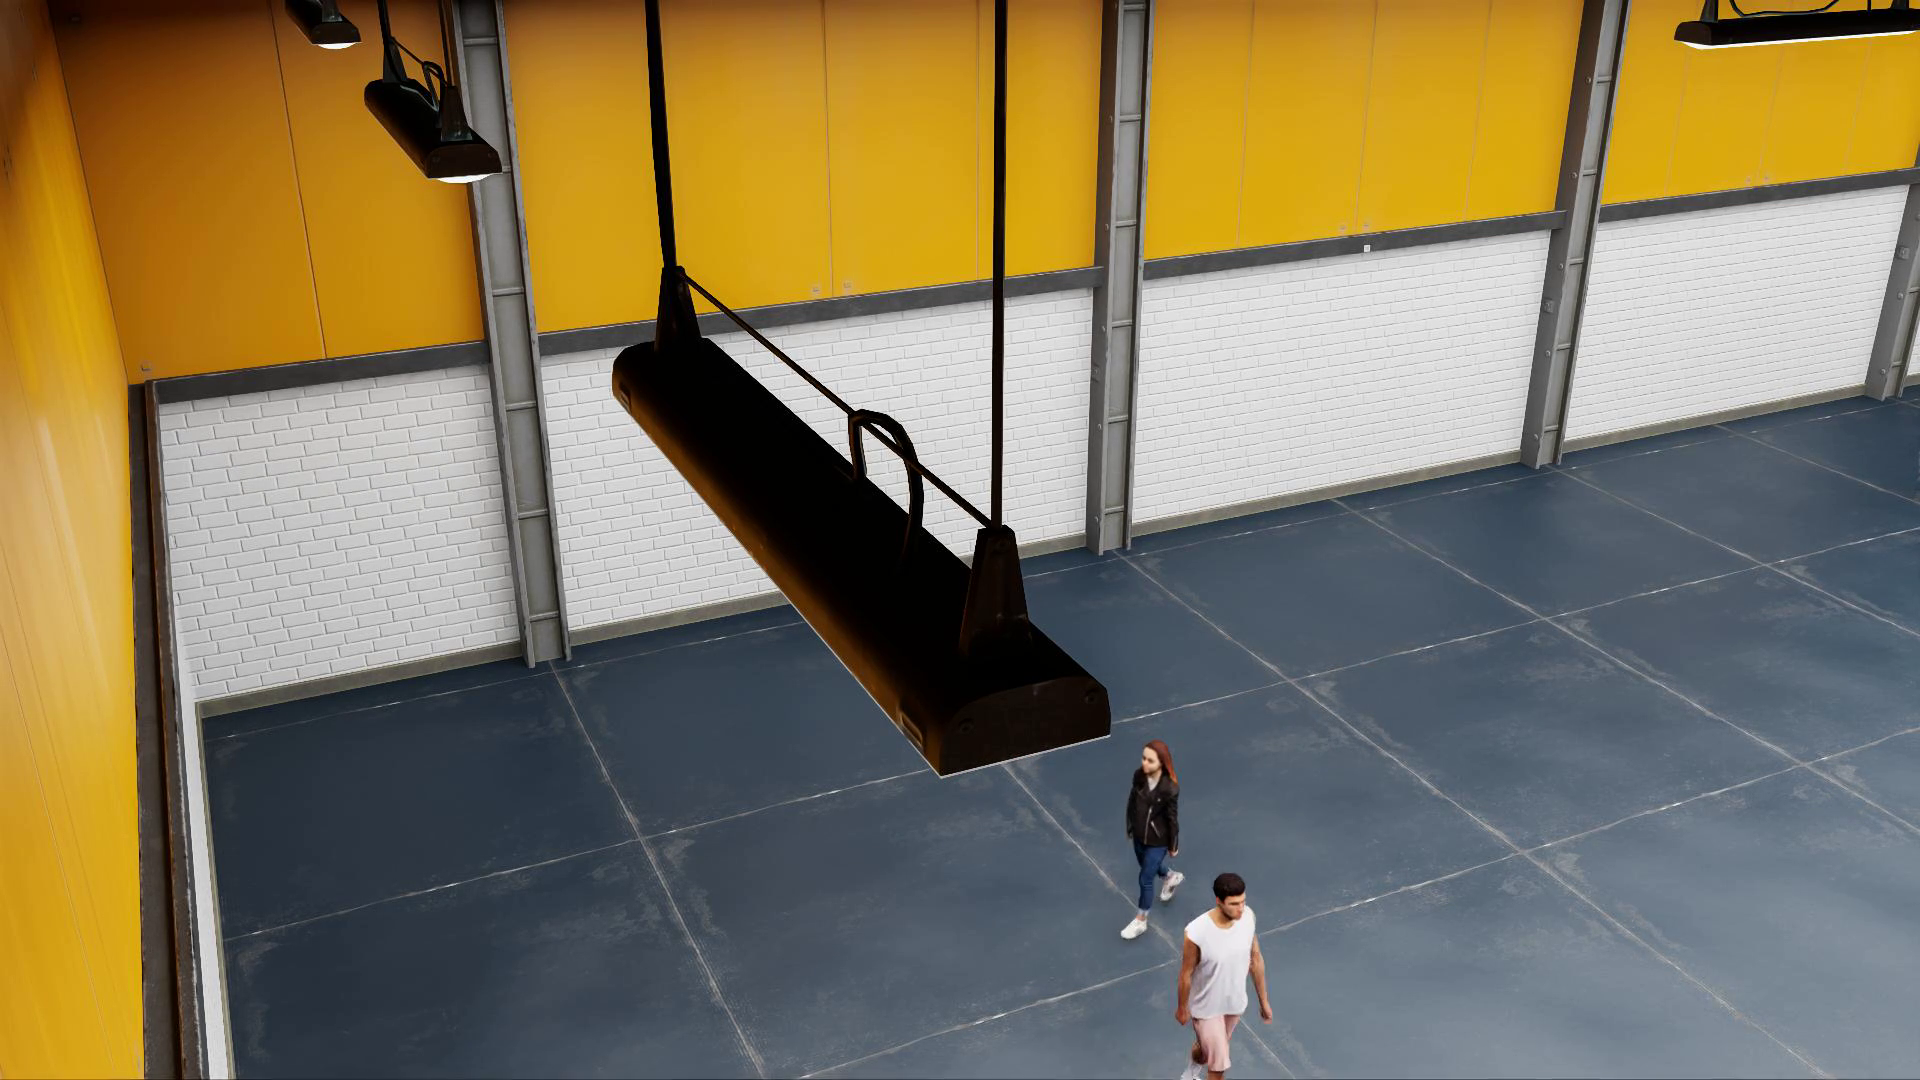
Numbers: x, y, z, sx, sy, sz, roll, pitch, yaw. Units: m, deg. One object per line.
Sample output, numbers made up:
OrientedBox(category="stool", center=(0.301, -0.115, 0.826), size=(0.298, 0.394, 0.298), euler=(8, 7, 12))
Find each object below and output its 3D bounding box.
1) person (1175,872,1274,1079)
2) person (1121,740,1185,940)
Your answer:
OrientedBox(category="person", center=(1.464, 2.648, 9.756), size=(0.992, 1.747, 0.770), euler=(-14, 27, -29))
OrientedBox(category="person", center=(1.379, 2.019, 11.552), size=(1.004, 1.460, 0.745), euler=(-19, 30, -37))
